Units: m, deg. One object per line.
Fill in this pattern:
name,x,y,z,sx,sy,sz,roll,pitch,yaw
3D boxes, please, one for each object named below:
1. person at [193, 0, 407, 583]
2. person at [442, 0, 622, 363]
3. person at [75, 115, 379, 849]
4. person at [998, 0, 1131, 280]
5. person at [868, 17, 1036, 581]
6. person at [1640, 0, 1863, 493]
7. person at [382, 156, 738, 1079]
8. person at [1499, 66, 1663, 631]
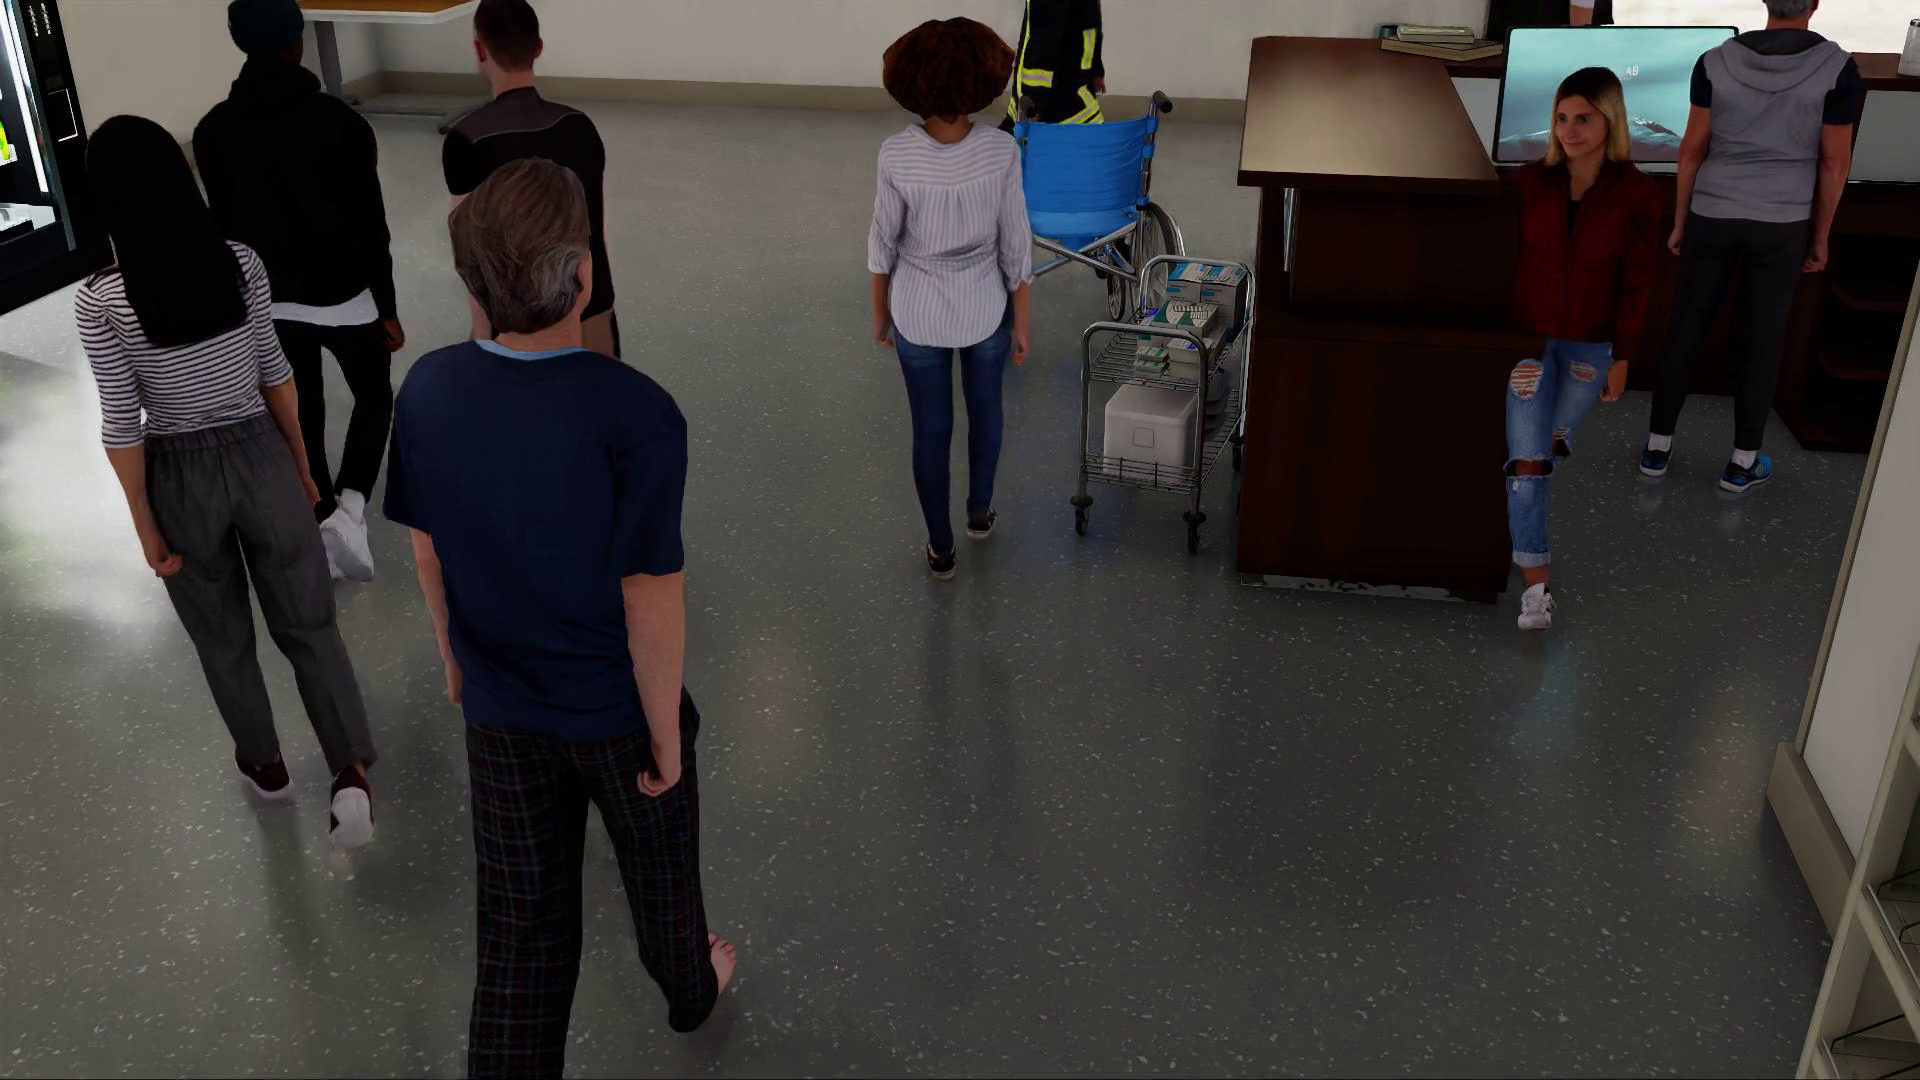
person,-1.917,-0.670,4.888,0.809,1.804,0.954,-2,26,-4
person,-1.144,-0.584,4.696,0.924,1.816,0.832,21,33,36
person,-1.612,-0.059,3.730,1.028,1.710,1.075,-18,31,-33
person,0.343,-2.120,7.818,0.960,1.871,1.246,1,26,2
person,-0.025,-0.673,5.014,0.739,1.701,0.778,-1,26,-3
person,2.686,-1.068,5.683,0.765,1.830,0.722,16,30,29
person,-0.685,0.349,2.753,0.685,1.823,1.187,3,26,7
person,1.776,-0.586,4.962,0.601,1.588,1.017,6,26,11
